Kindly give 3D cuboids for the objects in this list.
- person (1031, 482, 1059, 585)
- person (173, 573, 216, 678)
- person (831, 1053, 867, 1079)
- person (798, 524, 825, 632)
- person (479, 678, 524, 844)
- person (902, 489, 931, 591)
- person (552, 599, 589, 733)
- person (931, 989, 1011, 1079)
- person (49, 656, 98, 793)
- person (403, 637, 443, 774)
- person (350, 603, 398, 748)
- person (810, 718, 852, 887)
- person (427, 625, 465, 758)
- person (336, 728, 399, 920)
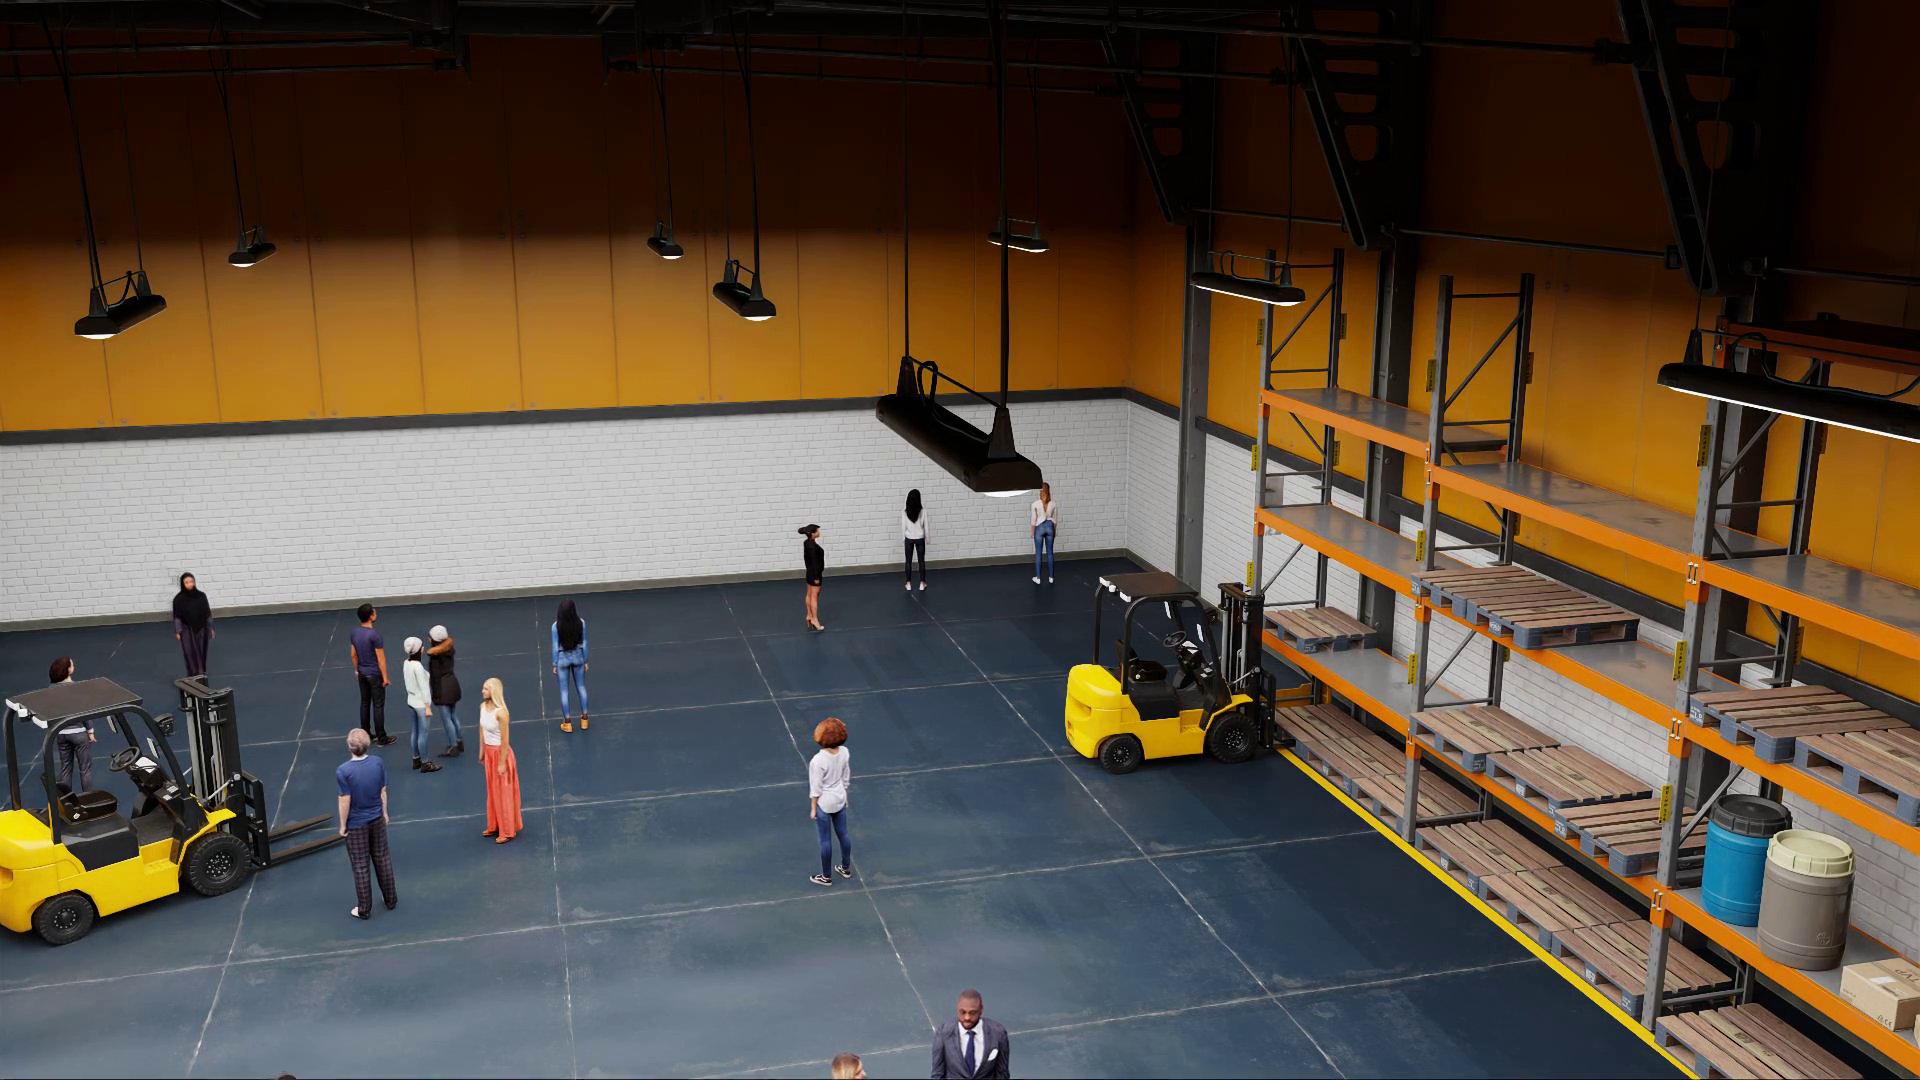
[{"bbox_3d":[1.423,-0.129,27.984,0.612,1.720,0.533,-3,14,-12],"label":"person"},{"bbox_3d":[-10.494,1.200,22.738,0.908,1.607,1.092,-13,19,-43],"label":"person"},{"bbox_3d":[-0.722,4.073,10.728,0.662,1.676,0.505,1,14,4],"label":"person"},{"bbox_3d":[-2.229,0.554,25.335,0.648,1.640,0.587,-5,15,-21],"label":"person"},{"bbox_3d":[-4.911,2.322,17.691,0.784,1.802,0.682,-13,19,-43],"label":"person"},{"bbox_3d":[-0.749,-0.017,27.565,0.676,1.701,0.645,0,14,0],"label":"person"},{"bbox_3d":[-4.919,1.568,20.996,0.658,1.712,0.602,-7,15,-28],"label":"person"},{"bbox_3d":[0.070,3.867,11.265,0.755,1.824,0.683,0,14,0],"label":"person"},{"bbox_3d":[-9.874,2.143,18.500,0.679,1.768,0.633,1,14,5],"label":"person"},{"bbox_3d":[-6.392,1.927,19.657,0.705,1.644,0.588,-12,18,-42],"label":"person"},{"bbox_3d":[-7.264,1.654,20.468,0.718,1.793,0.750,6,15,23],"label":"person"},{"bbox_3d":[-1.291,2.607,16.701,0.741,1.713,0.765,-13,18,-42],"label":"person"},{"bbox_3d":[-6.205,1.826,20.118,0.771,1.624,0.647,2,14,8],"label":"person"},{"bbox_3d":[-5.715,2.702,15.974,0.729,1.871,0.738,13,19,43],"label":"person"}]
